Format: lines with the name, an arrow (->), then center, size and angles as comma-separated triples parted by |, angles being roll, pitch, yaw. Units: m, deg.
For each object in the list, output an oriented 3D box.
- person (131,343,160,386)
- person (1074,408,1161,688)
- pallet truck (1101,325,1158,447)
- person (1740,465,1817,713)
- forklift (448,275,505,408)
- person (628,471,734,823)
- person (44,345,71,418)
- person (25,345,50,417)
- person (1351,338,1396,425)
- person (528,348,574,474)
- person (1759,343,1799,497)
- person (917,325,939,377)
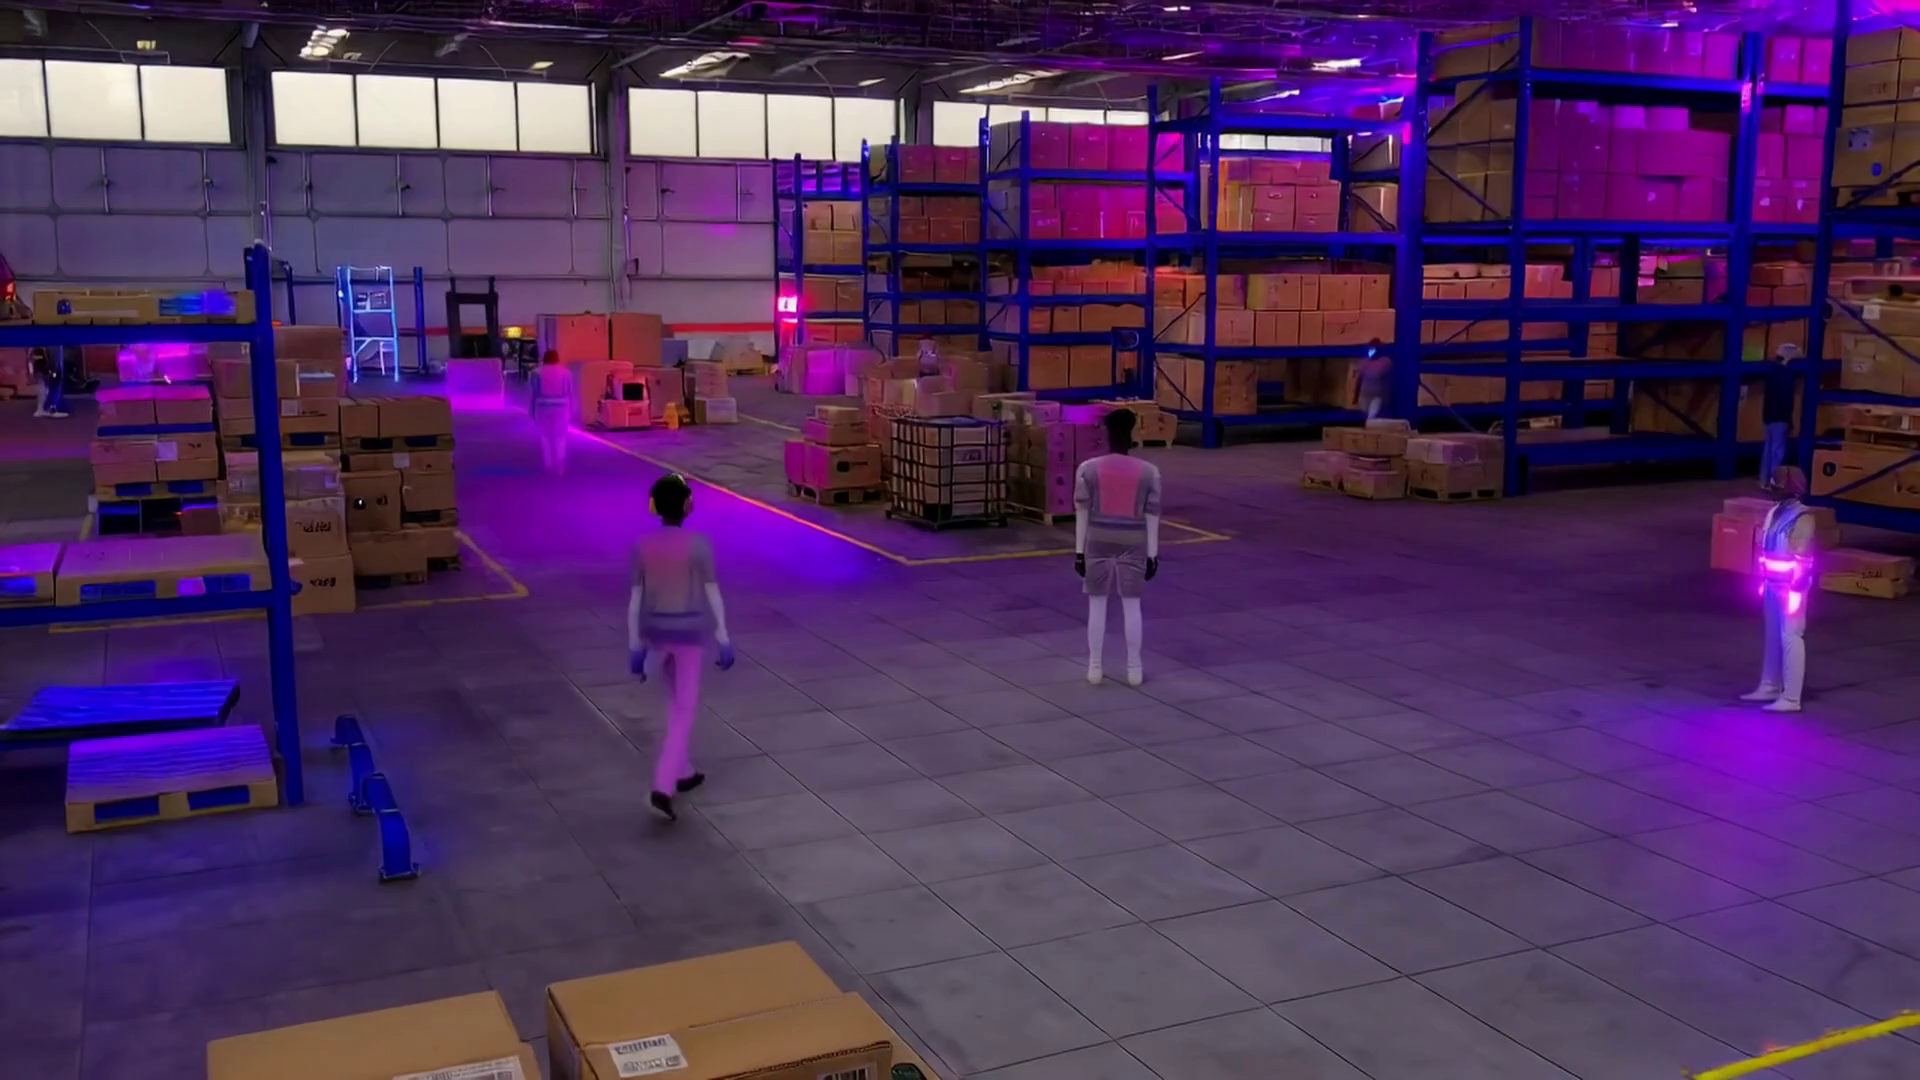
person -> -17.026, -3.544, 34.797 | 0.543, 1.667, 0.704 | -2, 9, -11
person -> 1.091, 0.063, 11.572 | 0.598, 1.958, 0.378 | 0, 9, 3
pallet truck -> 2.881, -2.596, 27.923 | 0.823, 1.965, 1.885 | -1, 9, -7
person -> 5.429, 0.318, 10.960 | 0.312, 1.638, 0.512 | 0, 9, 1
forklift -> -10.387, -4.265, 35.546 | 1.129, 2.768, 1.873 | -3, 10, -16
person -> -1.534, 0.557, 8.892 | 0.520, 1.836, 0.913 | 3, 10, 16
person -> -18.009, -3.397, 33.134 | 0.374, 1.931, 0.623 | -2, 9, -14
person -> -18.312, -3.386, 33.177 | 0.565, 1.933, 0.435 | -1, 9, -6
person -> 6.366, -2.144, 25.450 | 0.630, 1.904, 0.974 | 9, 12, 43
person -> -5.802, -1.815, 23.643 | 0.631, 1.823, 0.701 | -3, 10, -15
person -> 10.582, -1.550, 21.488 | 0.399, 1.990, 0.617 | 1, 9, 6
person -> -0.733, -4.002, 37.576 | 0.540, 1.695, 0.317 | -5, 10, -26
